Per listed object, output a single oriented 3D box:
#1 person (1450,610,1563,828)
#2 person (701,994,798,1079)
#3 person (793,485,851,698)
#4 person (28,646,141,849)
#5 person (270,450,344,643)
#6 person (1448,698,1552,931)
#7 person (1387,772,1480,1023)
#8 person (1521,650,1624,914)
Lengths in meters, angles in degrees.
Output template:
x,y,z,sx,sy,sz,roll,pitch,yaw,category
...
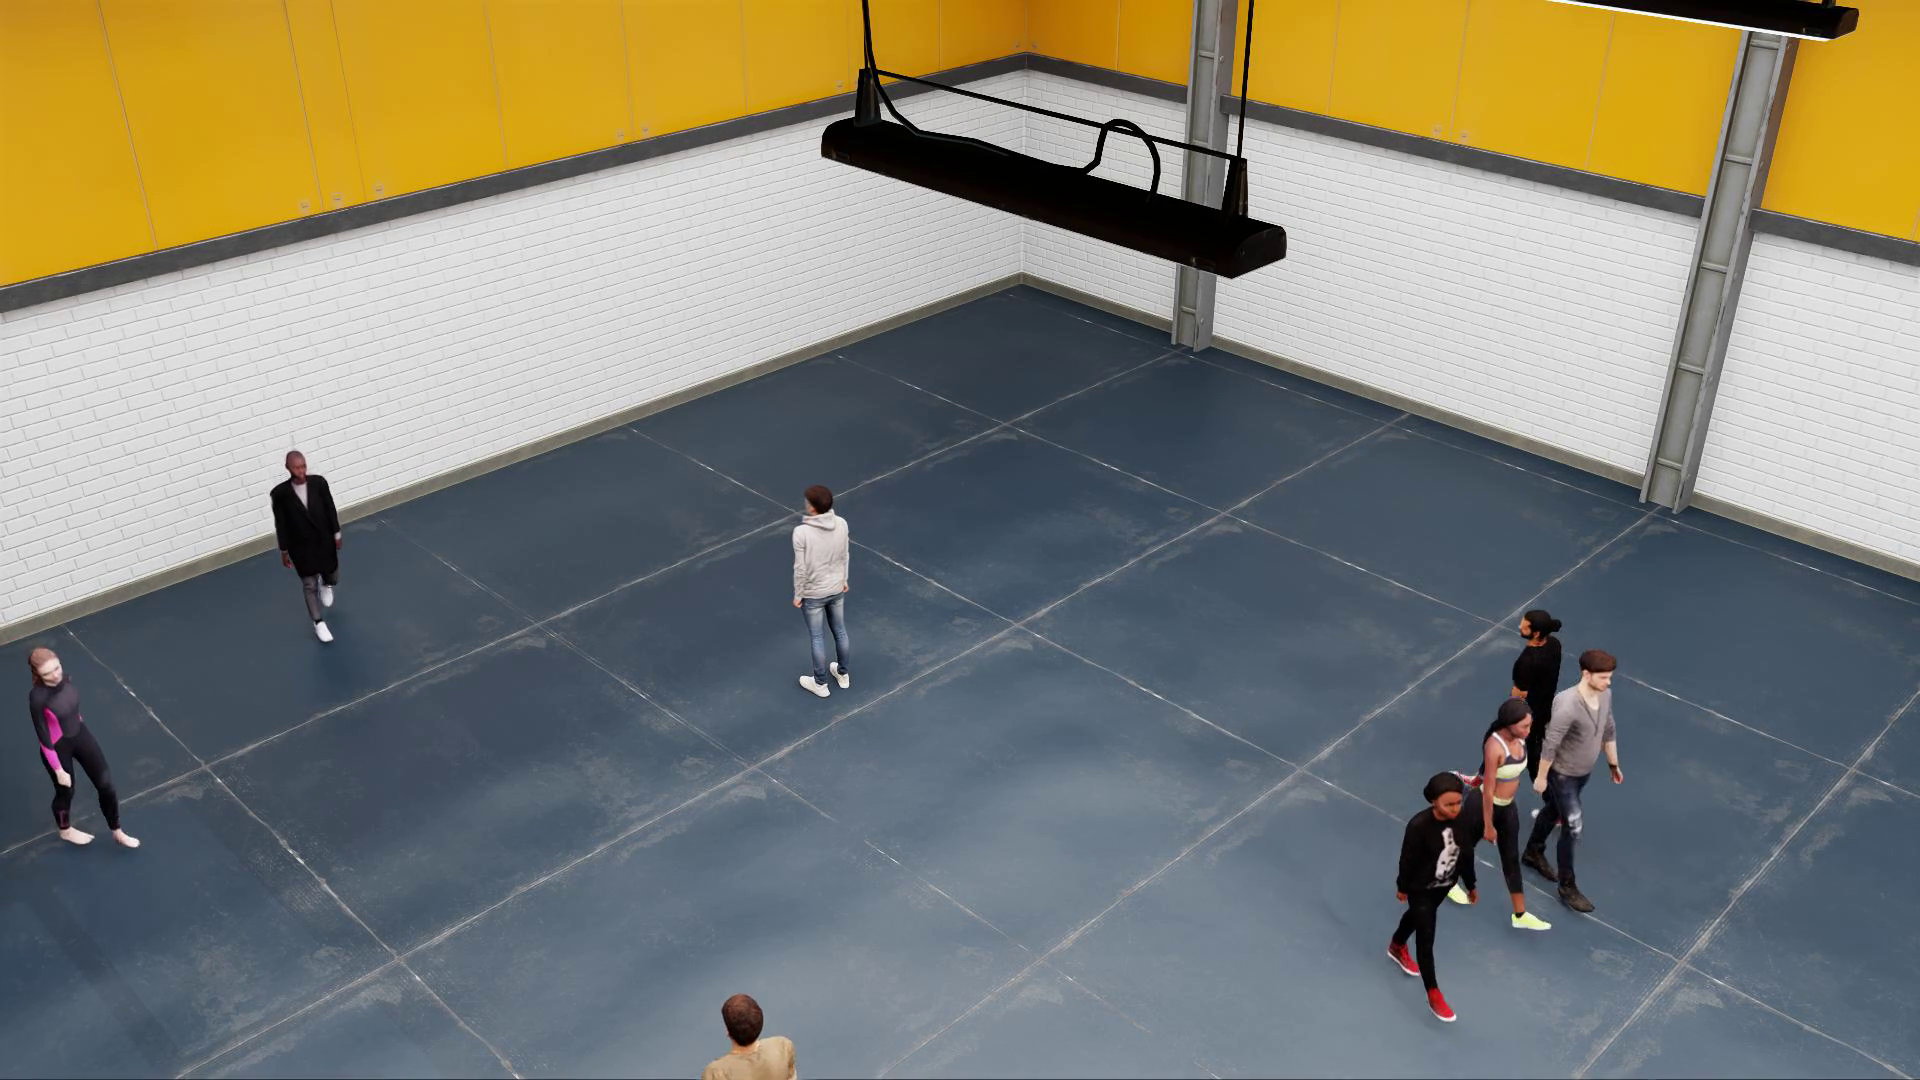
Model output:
x,y,z,sx,sy,sz,roll,pitch,yaw,category
4.138,1.304,11.856,1.198,1.711,0.757,21,35,34,person
-1.009,3.120,8.431,0.815,1.802,1.235,-20,34,-32,person
-1.102,0.398,13.368,0.697,1.854,0.602,-20,35,-33,person
-6.268,1.454,11.591,0.959,1.702,0.795,6,29,11,person
-5.578,-0.011,14.234,0.796,1.742,0.968,-15,32,-26,person
3.445,1.744,11.042,0.701,1.718,1.092,-20,34,-32,person
2.903,2.107,10.456,0.841,1.643,1.083,-13,31,-22,person
4.072,1.513,11.288,0.739,1.887,0.926,-21,35,-33,person
